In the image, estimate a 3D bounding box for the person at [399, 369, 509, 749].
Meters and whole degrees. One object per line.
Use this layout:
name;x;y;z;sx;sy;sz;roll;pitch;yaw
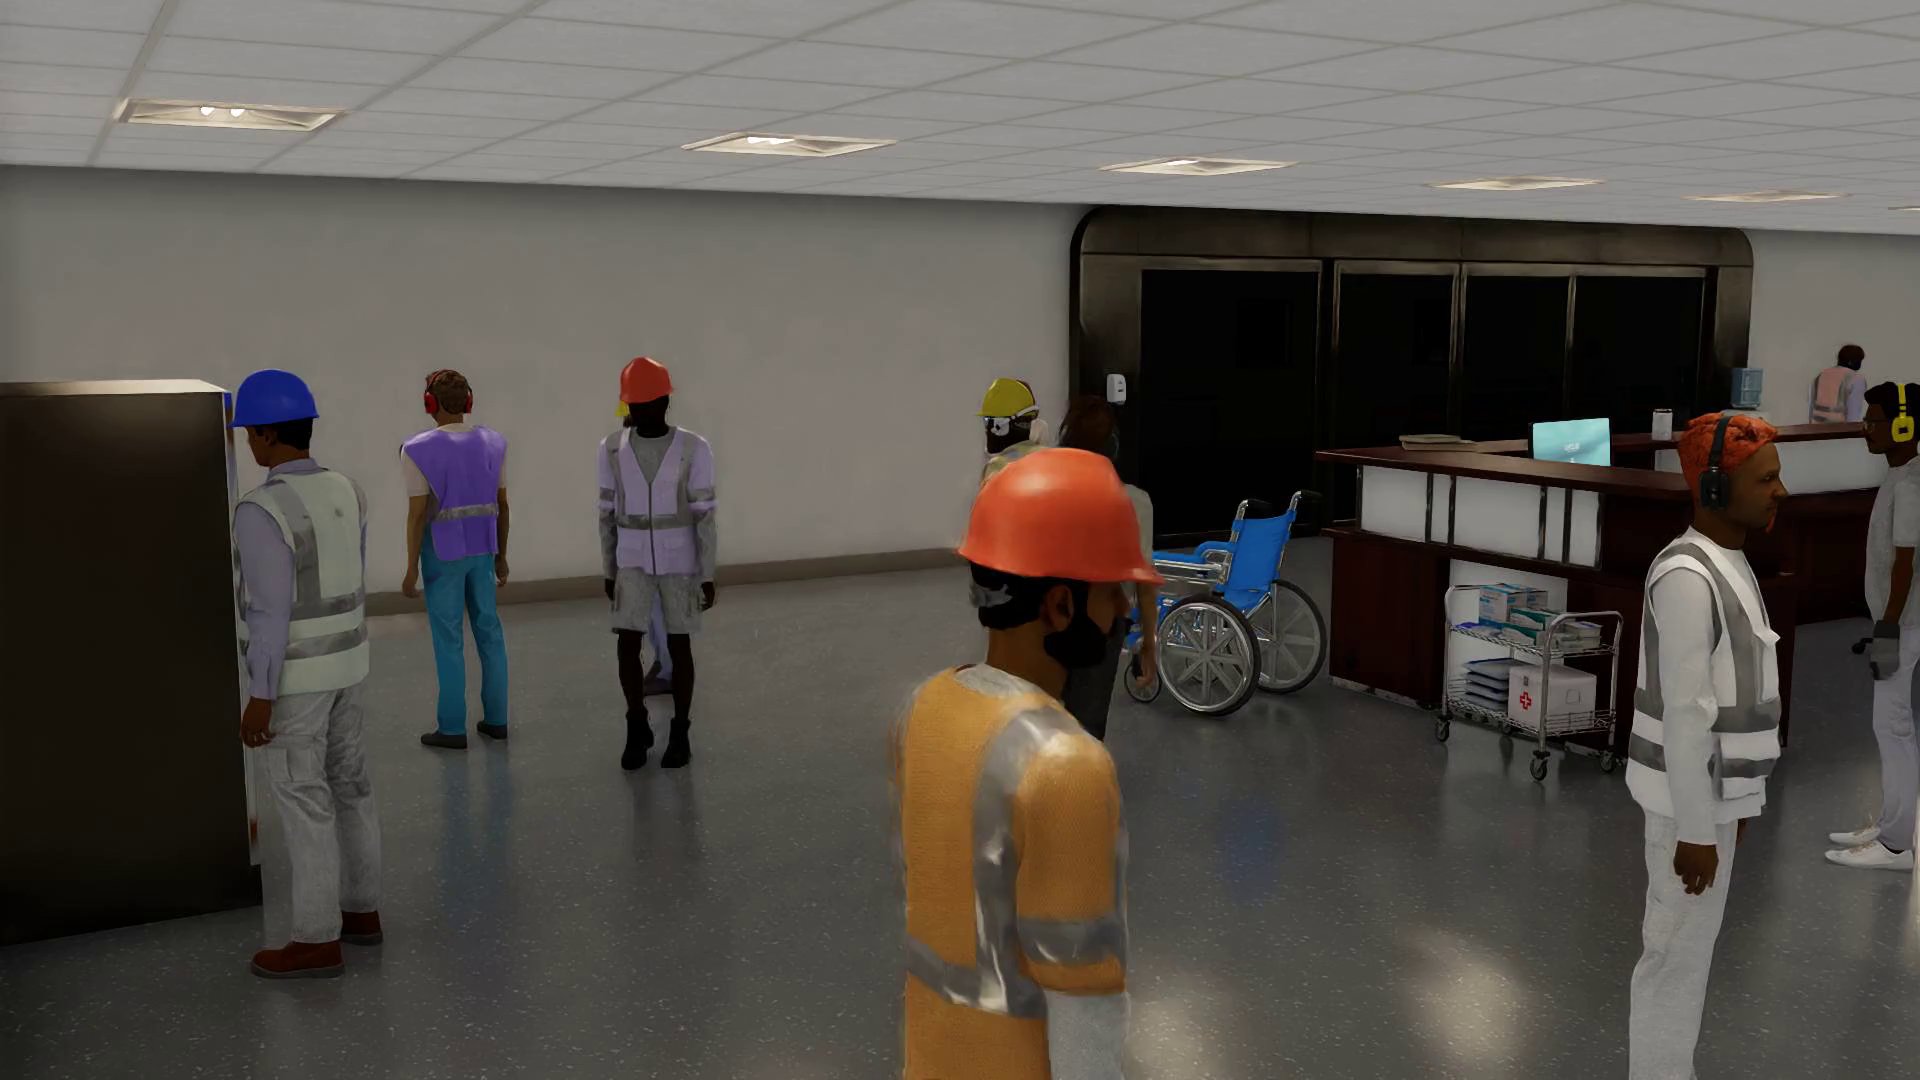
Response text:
person;-2.433;0.095;8.096;0.373;1.843;0.571;7;10;40

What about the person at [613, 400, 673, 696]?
person;-1.695;0.004;9.094;0.395;1.740;0.544;-4;9;-24

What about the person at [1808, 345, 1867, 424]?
person;8.914;-1.095;16.976;0.982;1.782;0.729;-3;8;-20

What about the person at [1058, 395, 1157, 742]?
person;0.462;0.376;6.148;0.554;1.811;0.751;3;8;18

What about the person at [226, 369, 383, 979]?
person;-2.115;0.425;5.341;0.408;1.942;0.615;1;8;9

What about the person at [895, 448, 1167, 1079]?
person;0.117;0.831;2.492;0.392;1.931;0.550;-4;9;-26

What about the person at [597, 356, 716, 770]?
person;-1.390;0.118;7.646;0.556;1.914;0.522;0;8;0

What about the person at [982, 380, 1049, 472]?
person;0.409;-0.349;12.117;0.504;1.628;0.284;-2;8;-11

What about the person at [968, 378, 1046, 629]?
person;0.236;0.182;7.566;0.404;1.826;0.598;4;9;24

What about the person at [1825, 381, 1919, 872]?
person;3.560;0.329;6.354;0.325;1.862;0.508;5;9;30

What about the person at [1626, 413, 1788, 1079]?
person;1.819;0.634;4.056;0.355;1.883;0.575;5;9;30
